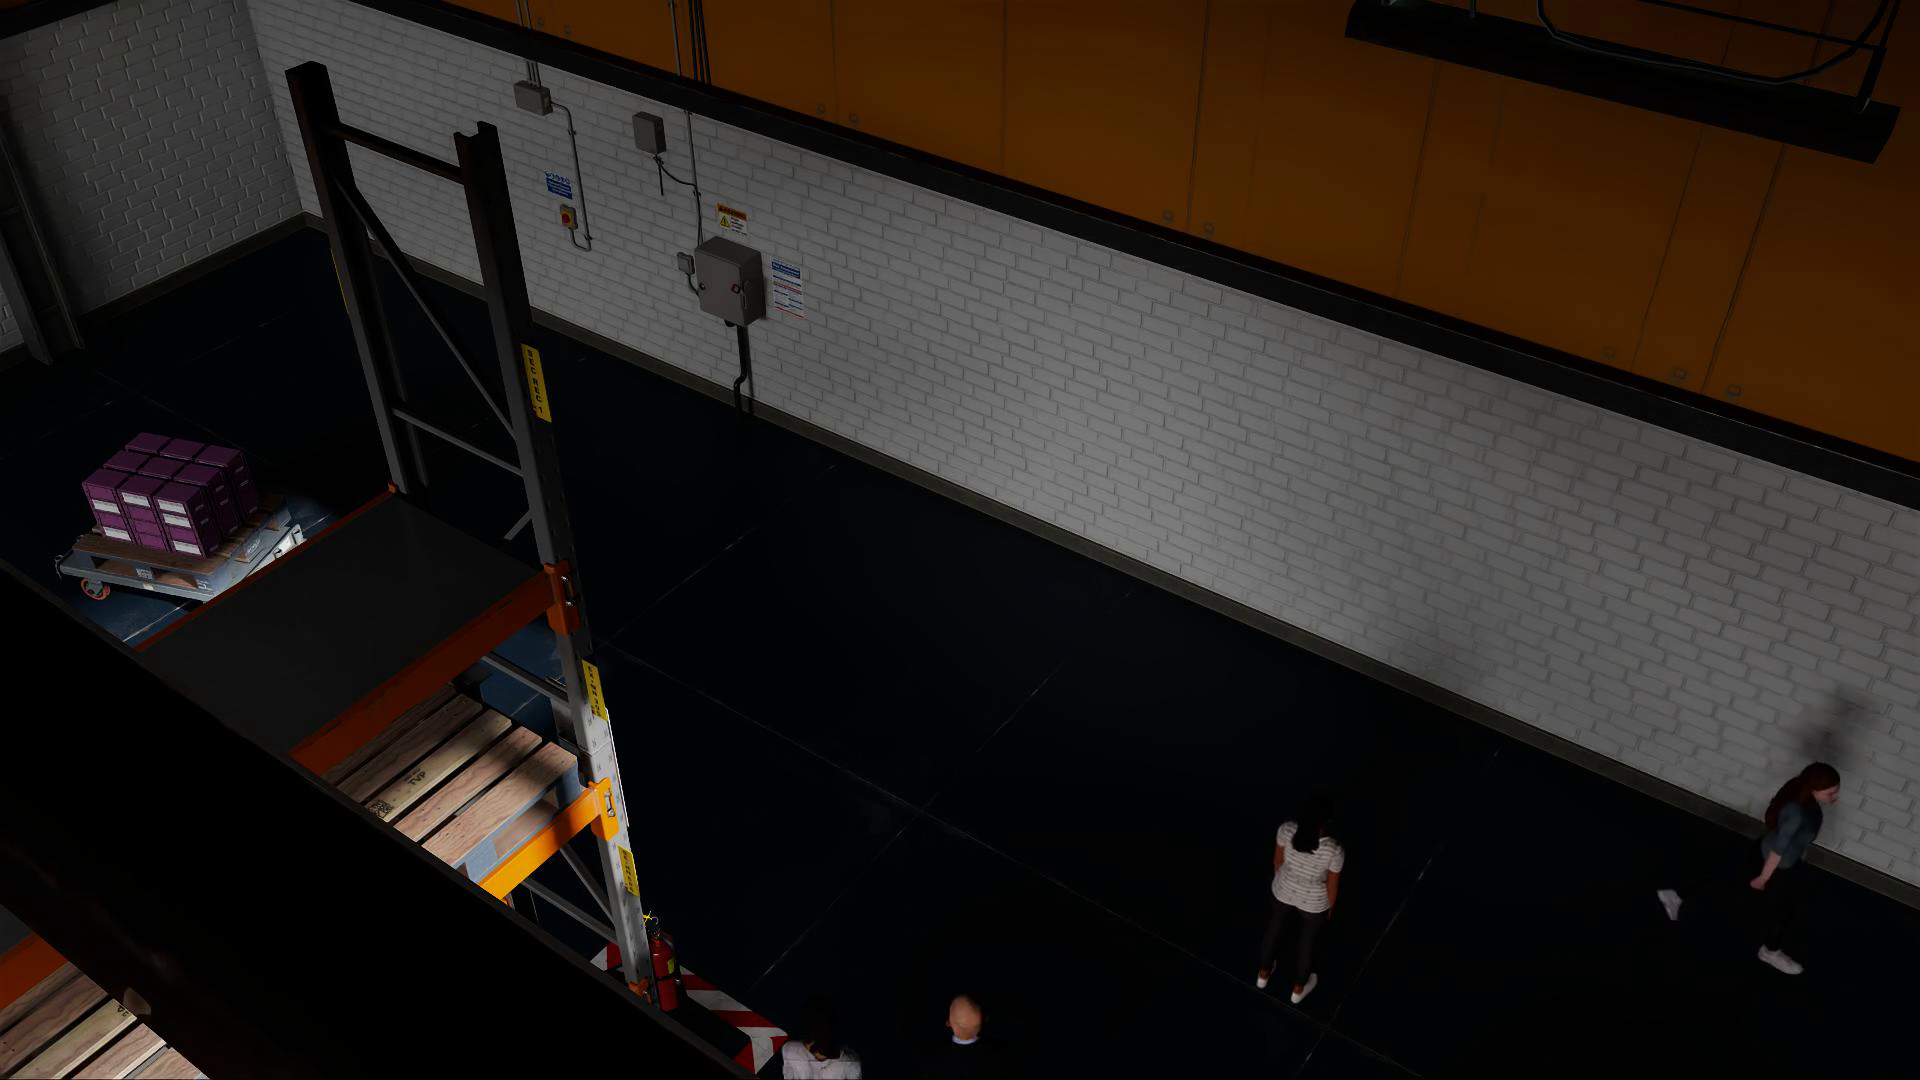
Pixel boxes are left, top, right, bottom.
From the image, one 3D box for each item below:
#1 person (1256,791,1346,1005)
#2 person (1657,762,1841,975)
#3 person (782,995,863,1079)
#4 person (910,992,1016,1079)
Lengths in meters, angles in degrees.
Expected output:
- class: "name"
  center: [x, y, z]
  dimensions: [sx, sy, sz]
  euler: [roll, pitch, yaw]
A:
- class: "person"
  center: [1.975, 2.059, 9.656]
  dimensions: [0.566, 1.645, 0.518]
  euler: [21, 43, 24]
- class: "person"
  center: [4.729, 1.874, 9.838]
  dimensions: [0.721, 1.708, 1.098]
  euler: [18, 42, 21]
- class: "person"
  center: [-0.703, 3.011, 8.389]
  dimensions: [0.912, 1.740, 1.148]
  euler: [4, 39, 5]
- class: "person"
  center: [0.030, 3.001, 8.388]
  dimensions: [1.207, 1.756, 1.173]
  euler: [-12, 40, -15]
